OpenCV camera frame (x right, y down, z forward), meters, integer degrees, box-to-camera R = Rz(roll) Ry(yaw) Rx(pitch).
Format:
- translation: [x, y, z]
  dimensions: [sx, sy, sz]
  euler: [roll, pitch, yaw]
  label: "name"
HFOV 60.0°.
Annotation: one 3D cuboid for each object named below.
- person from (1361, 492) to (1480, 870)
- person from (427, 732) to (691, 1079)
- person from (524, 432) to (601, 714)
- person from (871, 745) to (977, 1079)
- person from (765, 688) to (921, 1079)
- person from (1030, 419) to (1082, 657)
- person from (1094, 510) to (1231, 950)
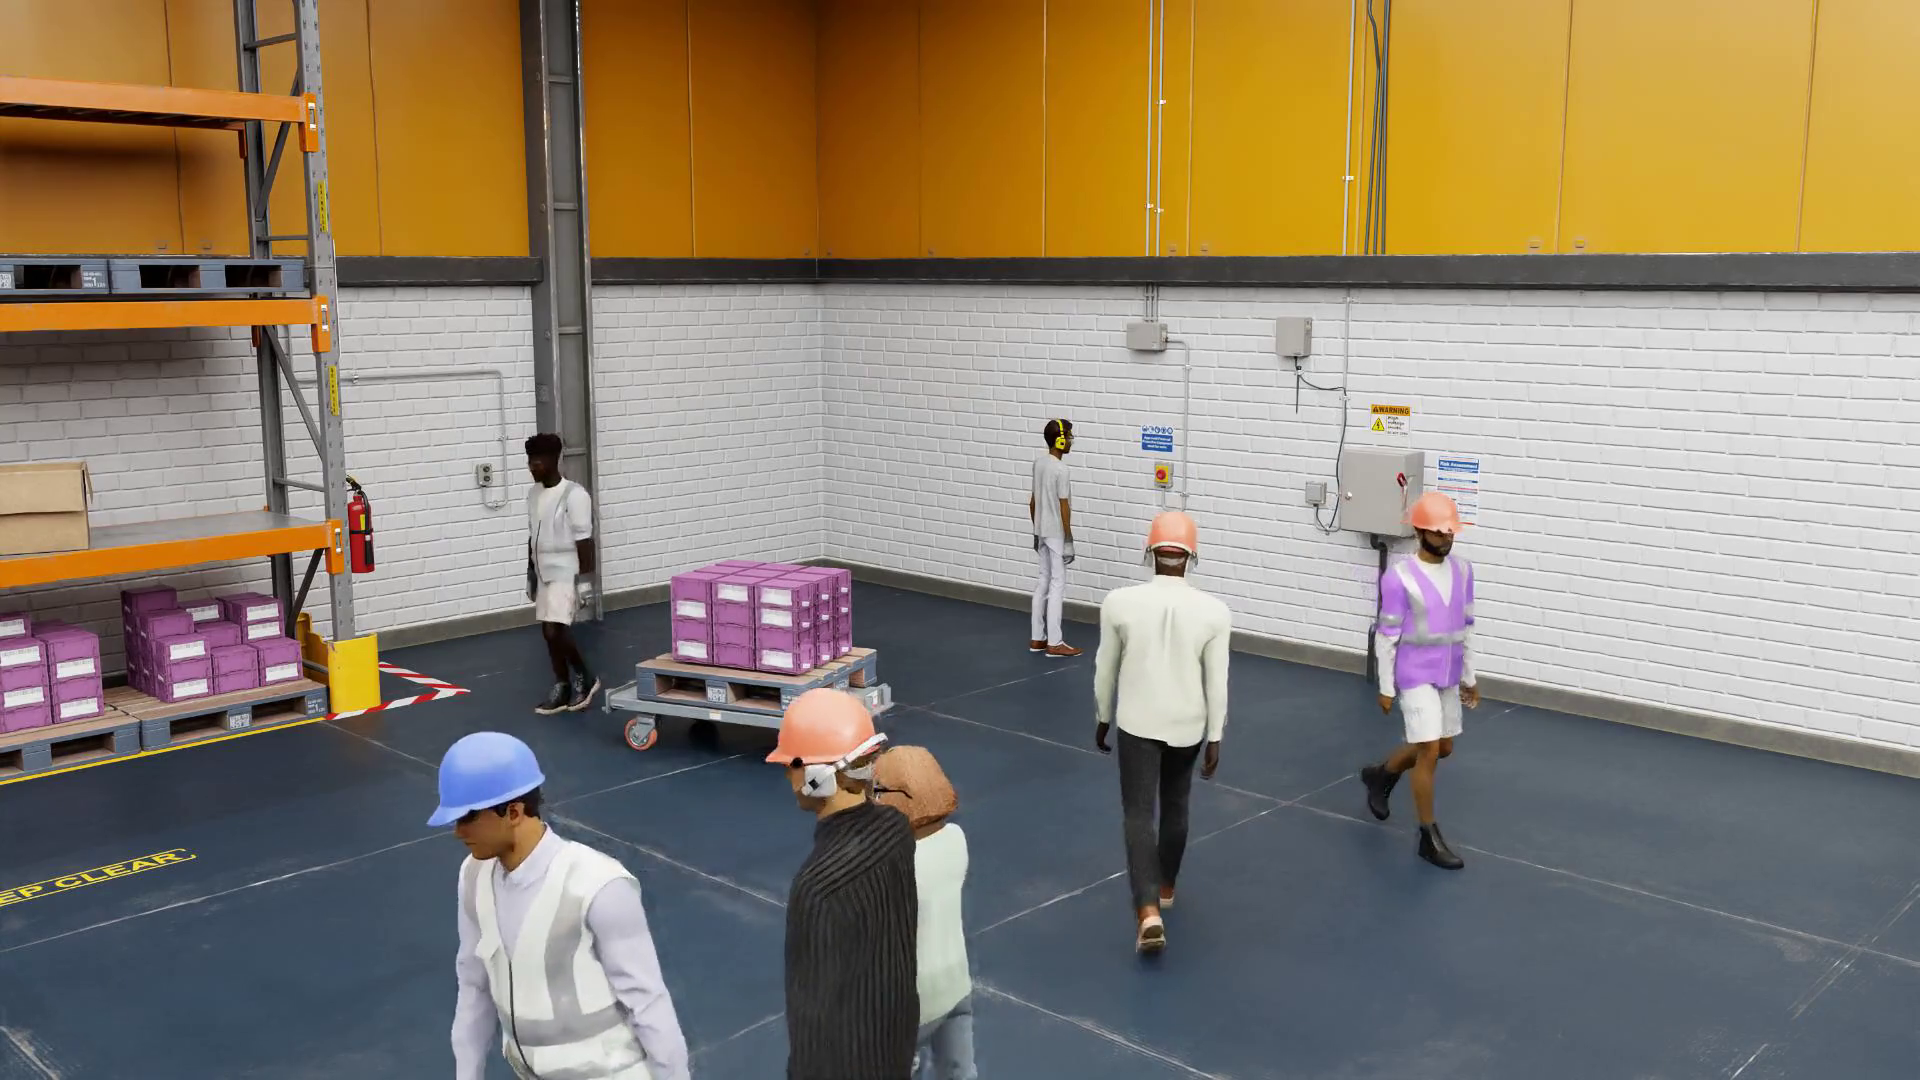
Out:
- translation: [2.374, 0.679, 8.645]
  dimensions: [0.544, 1.920, 0.786]
  euler: [-5, 10, -26]
  label: "person"
- translation: [-1.034, 1.403, 4.292]
  dimensions: [0.622, 1.883, 0.805]
  euler: [8, 12, 40]
  label: "person"
- translation: [-2.739, 0.242, 11.245]
  dimensions: [0.637, 1.935, 0.426]
  euler: [8, 12, 42]
  label: "person"
- translation: [-0.191, 1.410, 5.142]
  dimensions: [0.818, 1.593, 0.509]
  euler: [5, 11, 30]
  label: "person"
- translation: [-0.240, 1.354, 4.368]
  dimensions: [0.782, 1.962, 0.641]
  euler: [3, 10, 20]
  label: "person"
- translation: [0.739, -0.020, 13.077]
  dimensions: [0.309, 1.868, 0.535]
  euler: [-5, 10, -28]
  label: "person"
- translation: [0.922, 0.841, 7.574]
  dimensions: [0.603, 1.956, 0.992]
  euler: [0, 9, 0]
  label: "person"
